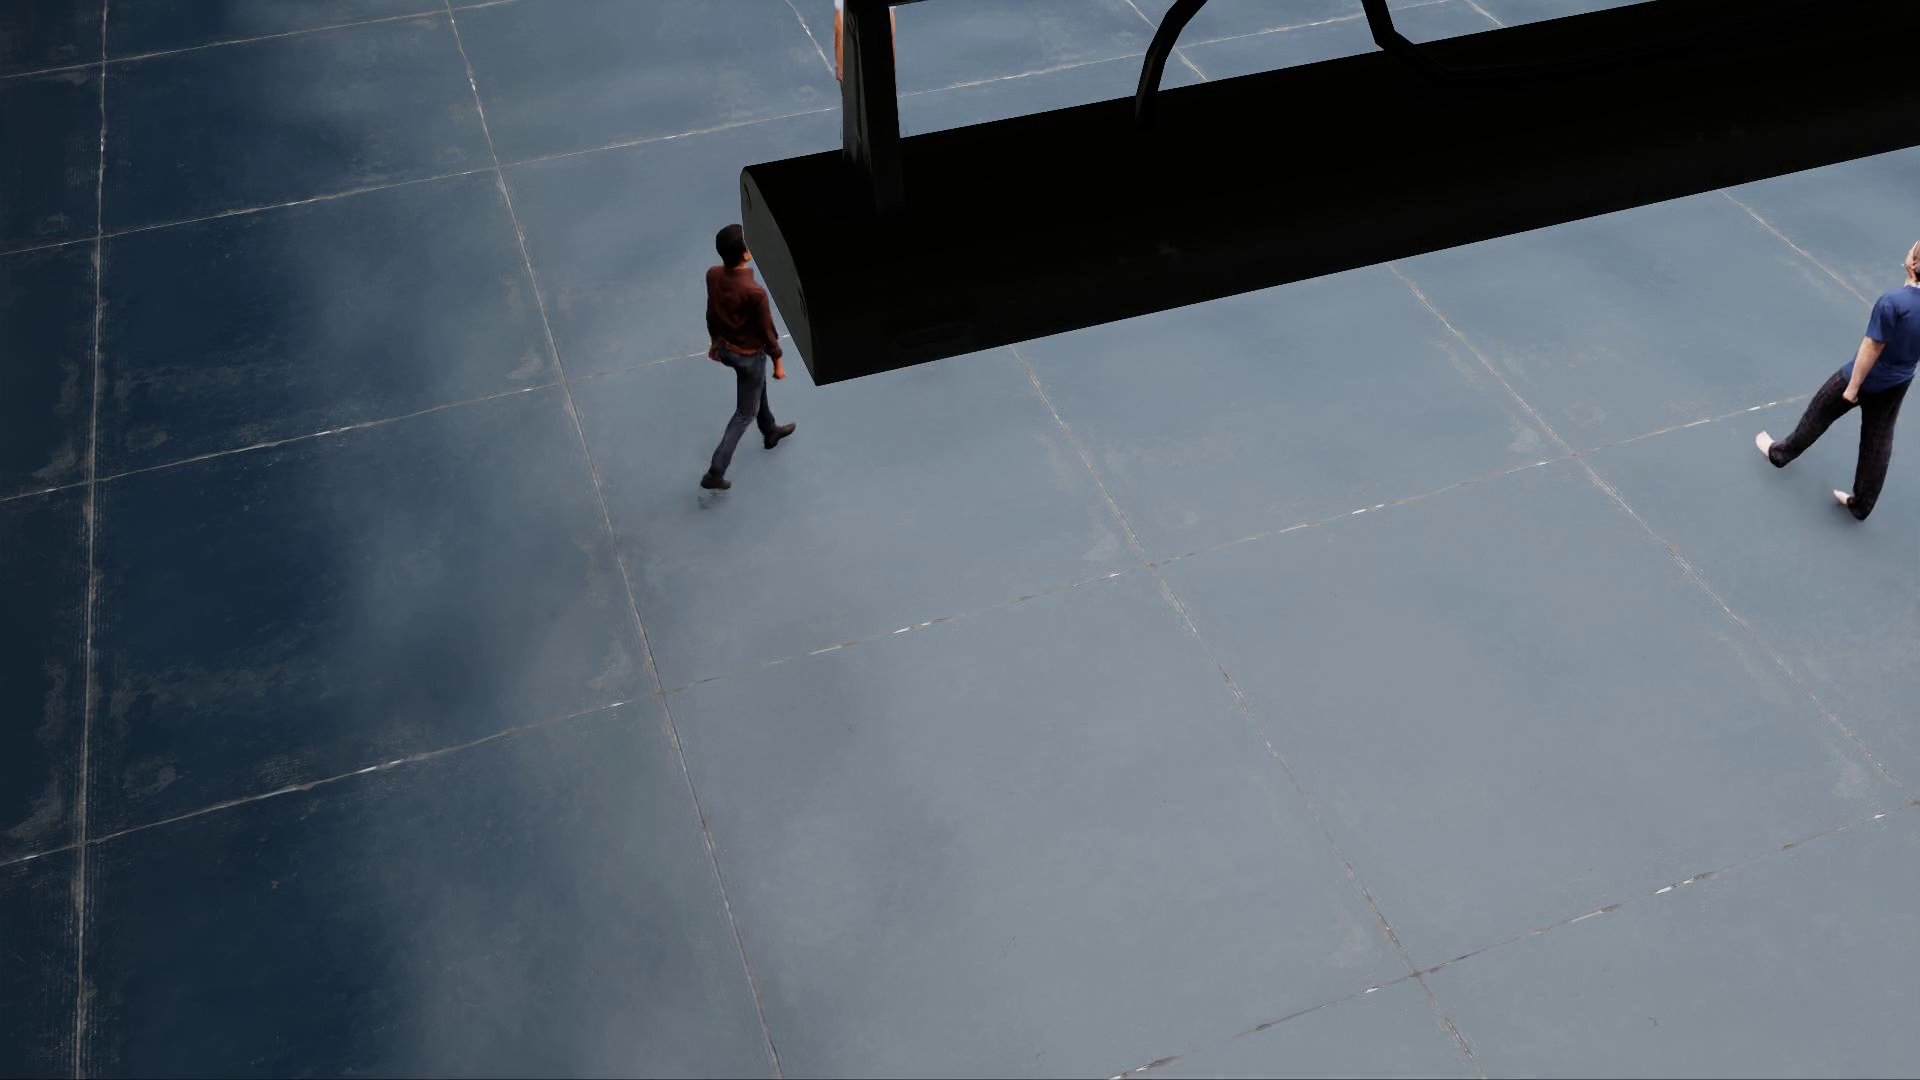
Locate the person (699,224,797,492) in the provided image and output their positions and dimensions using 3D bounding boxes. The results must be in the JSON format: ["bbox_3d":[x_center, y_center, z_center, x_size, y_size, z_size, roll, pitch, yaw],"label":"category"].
[{"bbox_3d":[-1.362,-1.054,10.001,1.179,1.746,1.095,30,51,28],"label":"person"}]

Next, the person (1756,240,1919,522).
[{"bbox_3d":[5.445,-0.888,9.761,0.698,1.832,1.057,-12,44,-13],"label":"person"}]

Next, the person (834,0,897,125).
[{"bbox_3d":[-0.712,-3.608,12.679,0.774,1.824,1.195,-8,44,-9],"label":"person"}]
